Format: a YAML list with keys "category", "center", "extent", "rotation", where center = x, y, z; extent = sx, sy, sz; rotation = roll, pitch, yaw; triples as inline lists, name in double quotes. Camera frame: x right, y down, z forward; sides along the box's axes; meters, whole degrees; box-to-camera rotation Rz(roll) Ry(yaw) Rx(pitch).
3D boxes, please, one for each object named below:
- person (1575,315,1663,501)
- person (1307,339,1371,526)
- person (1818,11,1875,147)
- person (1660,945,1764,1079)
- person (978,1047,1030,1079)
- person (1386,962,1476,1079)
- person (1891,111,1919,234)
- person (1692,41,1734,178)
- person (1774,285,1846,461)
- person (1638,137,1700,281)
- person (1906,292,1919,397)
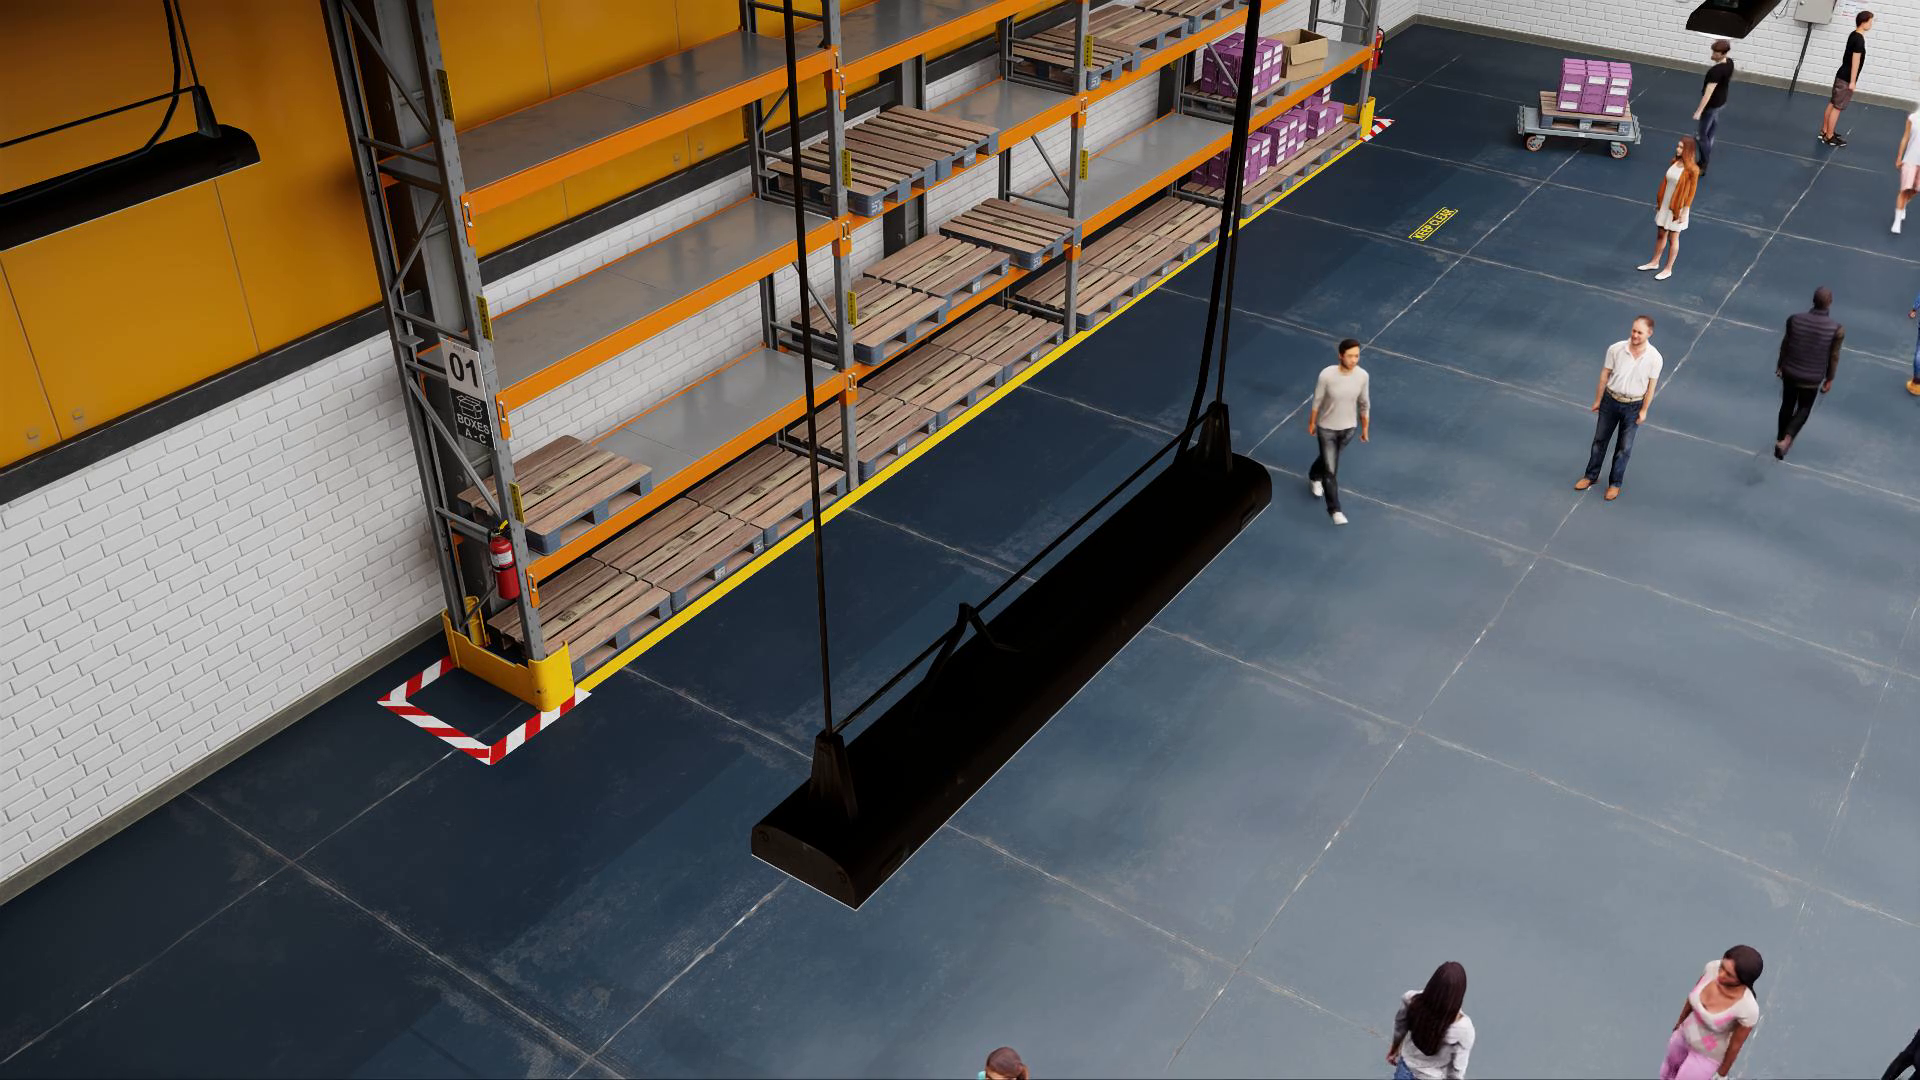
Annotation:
- category: "person"
  center: [6.232, -1.281, 15.615]
  extent: [0.661, 1.856, 0.573]
  rotation: [23, 40, 31]
- category: "person"
  center: [3.452, -1.088, 15.404]
  extent: [1.176, 1.768, 1.246]
  rotation: [-6, 34, -8]
- category: "person"
  center: [12.561, -6.565, 23.560]
  extent: [0.820, 1.861, 0.663]
  rotation: [8, 34, 11]
- category: "person"
  center: [4.305, 2.890, 9.463]
  extent: [0.994, 1.720, 0.923]
  rotation: [-5, 34, -7]
- category: "person"
  center: [0.219, 3.298, 8.995]
  extent: [0.613, 1.558, 0.606]
  rotation: [-24, 41, -32]
- category: "person"
  center: [2.560, 3.073, 9.308]
  extent: [0.637, 1.586, 1.057]
  rotation: [25, 41, 32]
- category: "person"
  center: [12.133, -4.822, 21.038]
  extent: [0.869, 1.750, 1.196]
  rotation: [11, 35, 16]
- category: "person"
  center: [10.224, -5.881, 22.532]
  extent: [0.526, 1.860, 0.907]
  rotation: [-22, 40, -30]
- category: "person"
  center: [8.102, -1.564, 16.075]
  extent: [0.731, 1.817, 0.890]
  rotation: [26, 42, 33]
- category: "person"
  center: [8.493, -3.965, 19.774]
  extent: [0.738, 1.721, 0.718]
  rotation: [-13, 36, -18]
- category: "person"
  center: [10.179, -2.281, 17.260]
  extent: [0.740, 1.701, 0.788]
  rotation: [5, 34, 8]
